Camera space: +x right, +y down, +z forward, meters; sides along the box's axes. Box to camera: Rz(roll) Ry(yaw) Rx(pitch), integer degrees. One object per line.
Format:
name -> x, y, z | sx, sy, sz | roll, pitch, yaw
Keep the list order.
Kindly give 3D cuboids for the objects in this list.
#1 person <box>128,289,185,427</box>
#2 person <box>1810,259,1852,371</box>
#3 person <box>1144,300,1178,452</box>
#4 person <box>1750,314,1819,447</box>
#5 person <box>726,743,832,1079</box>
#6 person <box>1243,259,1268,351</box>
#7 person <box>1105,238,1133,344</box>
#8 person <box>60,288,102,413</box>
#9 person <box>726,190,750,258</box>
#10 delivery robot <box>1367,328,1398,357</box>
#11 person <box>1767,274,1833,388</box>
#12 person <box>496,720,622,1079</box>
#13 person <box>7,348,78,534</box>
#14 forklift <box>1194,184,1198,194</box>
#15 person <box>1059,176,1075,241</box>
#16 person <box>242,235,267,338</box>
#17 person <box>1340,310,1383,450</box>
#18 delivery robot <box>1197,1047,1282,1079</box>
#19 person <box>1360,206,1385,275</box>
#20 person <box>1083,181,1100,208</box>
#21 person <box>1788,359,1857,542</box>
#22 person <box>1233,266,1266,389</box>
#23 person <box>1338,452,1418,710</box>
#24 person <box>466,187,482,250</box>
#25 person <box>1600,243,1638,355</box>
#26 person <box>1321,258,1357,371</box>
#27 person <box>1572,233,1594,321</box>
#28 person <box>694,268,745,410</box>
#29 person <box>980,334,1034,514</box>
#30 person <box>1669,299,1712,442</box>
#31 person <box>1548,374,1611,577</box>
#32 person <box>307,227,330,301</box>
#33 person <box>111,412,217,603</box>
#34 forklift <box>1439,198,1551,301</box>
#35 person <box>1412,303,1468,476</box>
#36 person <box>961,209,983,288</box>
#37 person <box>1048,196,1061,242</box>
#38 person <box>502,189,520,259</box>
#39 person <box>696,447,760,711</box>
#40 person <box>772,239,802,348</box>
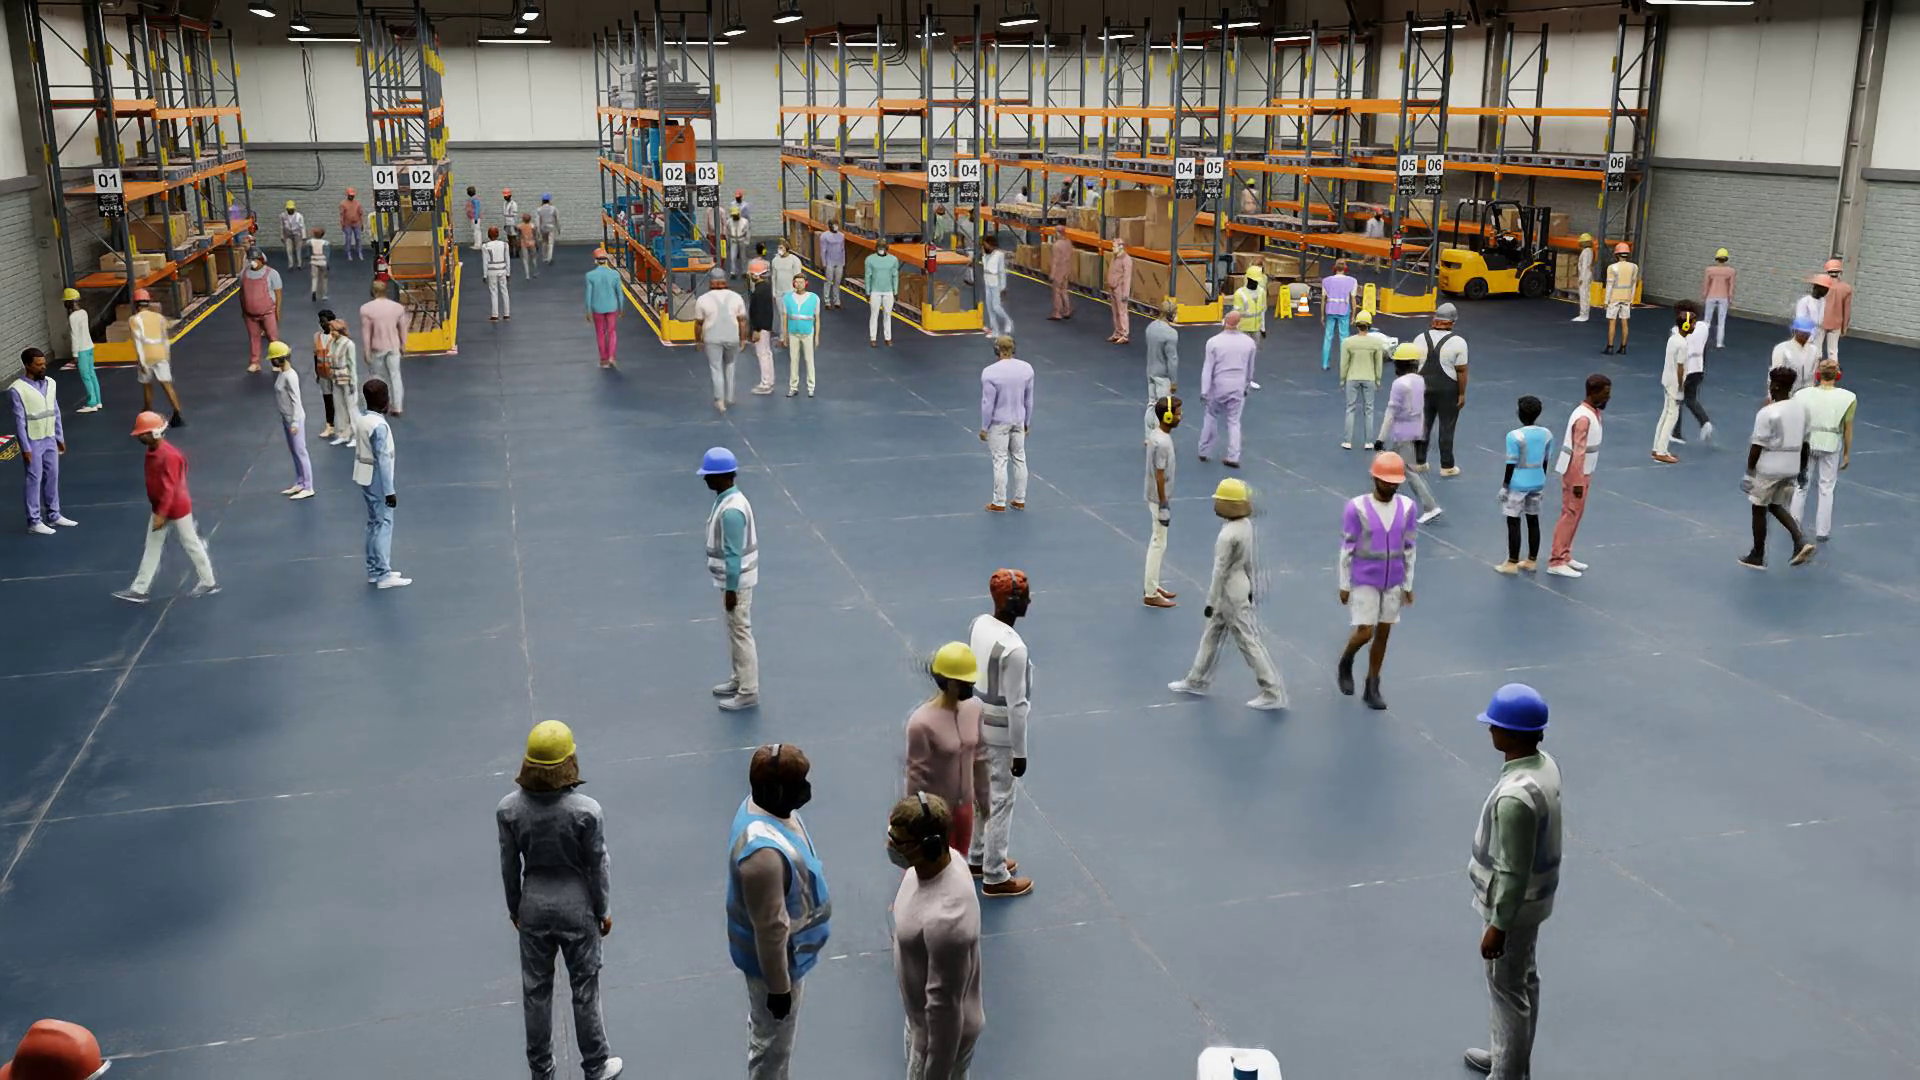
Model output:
person -> -10.927, -2.464, 22.596 | 1.062, 1.858, 0.553 | 11, 19, 37
person -> 13.178, -3.263, 25.306 | 0.625, 1.990, 0.389 | 1, 15, 5
person -> 2.535, -2.048, 20.864 | 0.375, 1.928, 0.637 | -7, 16, -23
person -> 9.778, -1.723, 19.647 | 0.618, 1.927, 0.807 | -2, 15, -7
person -> -0.741, 1.709, 6.888 | 0.429, 1.842, 0.629 | -1, 15, -5
person -> 5.185, -4.124, 29.234 | 0.501, 1.633, 0.281 | -8, 17, -26
person -> 2.870, -4.518, 30.197 | 0.403, 1.906, 0.651 | -5, 16, -18
person -> -12.498, -2.693, 23.619 | 0.337, 1.757, 0.518 | -2, 15, -7
person -> -6.170, -8.825, 46.479 | 0.555, 1.883, 1.023 | 6, 16, 21
delivery robot -> 7.038, -3.340, 28.172 | 0.707, 0.478, 0.477 | 14, 20, 42
person -> 12.438, -2.995, 24.538 | 0.556, 1.881, 1.006 | -5, 16, -18
person -> -1.775, 1.627, 7.385 | 0.487, 1.744, 0.297 | 1, 15, 4
person -> -9.437, -1.019, 17.037 | 0.397, 1.910, 0.587 | 3, 15, 10
forklift -> 7.392, -11.333, 53.972 | 1.873, 2.768, 1.129 | -4, 15, -15
person -> 3.318, -10.146, 51.154 | 0.608, 2.026, 0.432 | 10, 18, 33
person -> -13.132, -4.719, 30.981 | 0.636, 1.900, 0.399 | 13, 20, 40
person -> 5.069, -2.019, 21.060 | 0.524, 1.770, 0.315 | 3, 15, 10
delivery robot -> 1.155, 2.346, 6.776 | 0.477, 0.478, 0.707 | 1, 15, 4
person -> 10.467, -7.591, 42.096 | 0.570, 1.736, 0.551 | -9, 17, -29
person -> 3.960, -9.943, 50.564 | 0.636, 1.929, 0.538 | 5, 16, 20
person -> 8.617, -0.892, 16.692 | 0.560, 1.836, 0.394 | 10, 18, 32
person -> 4.379, -3.216, 25.305 | 0.619, 1.898, 0.497 | -10, 18, -32
person -> 3.035, 0.289, 12.081 | 0.539, 1.920, 0.462 | -3, 15, -12
person -> -14.336, -9.496, 49.057 | 0.429, 1.839, 0.634 | -7, 17, -26
person -> 11.430, -4.180, 28.863 | 0.542, 1.938, 0.358 | -2, 15, -7
person -> 6.157, -3.658, 27.105 | 0.563, 1.834, 0.400 | 7, 16, 24
person -> 12.487, -5.262, 33.312 | 0.325, 1.740, 0.492 | 10, 18, 32
person -> -3.493, -2.928, 23.954 | 0.711, 2.000, 0.832 | -6, 16, -21
person -> 0.492, -1.237, 17.800 | 0.627, 1.934, 0.371 | -8, 17, -28
person -> 9.336, -2.139, 21.293 | 0.620, 1.878, 0.659 | -5, 16, -18
person -> 5.778, -0.610, 15.516 | 0.410, 1.904, 0.601 | 8, 17, 28
person -> -14.086, -6.052, 36.530 | 0.517, 1.612, 0.693 | -2, 15, -8
person -> -7.032, -0.273, 14.591 | 0.561, 1.703, 0.889 | 11, 19, 37
forklift -> 11.913, -6.508, 37.130 | 2.313, 2.155, 1.214 | -4, 15, -15
person -> 5.695, -1.791, 19.677 | 0.689, 2.000, 0.539 | 13, 20, 40
person -> 0.294, -6.918, 39.370 | 0.544, 1.841, 0.801 | -10, 18, -32
person -> 2.718, -9.120, 48.040 | 0.500, 1.631, 0.270 | 13, 20, 41
person -> -12.515, -8.789, 46.233 | 0.549, 1.929, 0.387 | 13, 20, 41
person -> -1.679, 0.273, 12.117 | 0.421, 1.937, 0.609 | -4, 15, -14
person -> -3.099, -4.397, 29.701 | 0.625, 1.933, 0.373 | 8, 17, 29
